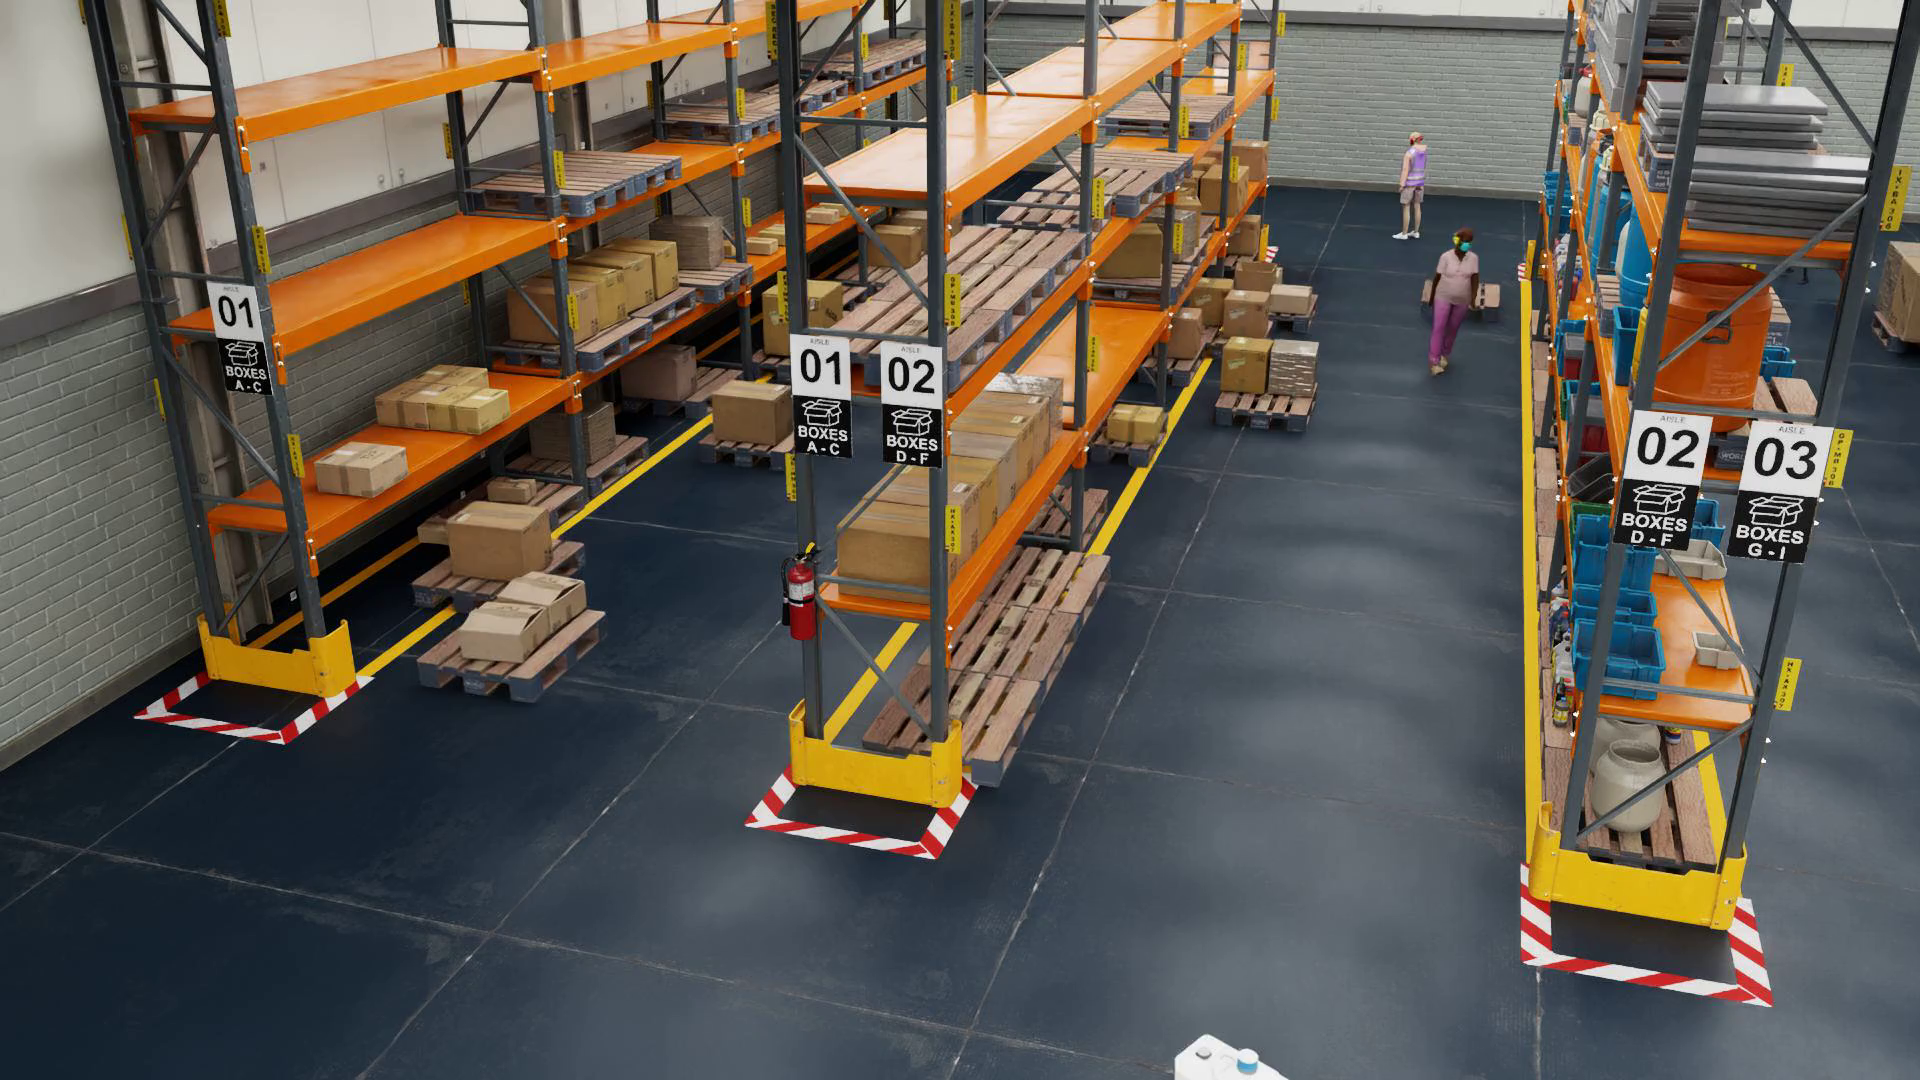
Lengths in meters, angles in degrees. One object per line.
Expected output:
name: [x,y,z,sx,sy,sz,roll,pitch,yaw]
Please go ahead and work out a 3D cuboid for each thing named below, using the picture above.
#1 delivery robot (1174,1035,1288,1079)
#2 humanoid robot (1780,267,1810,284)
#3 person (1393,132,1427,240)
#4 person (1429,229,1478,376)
delivery robot: [1.422,2.802,8.284,0.756,0.571,0.499,21,31,40]
humanoid robot: [12.186,-4.556,23.973,0.420,1.635,0.611,-15,27,-30]
person: [7.179,-5.619,26.413,0.491,1.688,0.349,-14,27,-29]
person: [5.900,-2.846,19.894,0.503,1.750,0.917,1,23,3]
